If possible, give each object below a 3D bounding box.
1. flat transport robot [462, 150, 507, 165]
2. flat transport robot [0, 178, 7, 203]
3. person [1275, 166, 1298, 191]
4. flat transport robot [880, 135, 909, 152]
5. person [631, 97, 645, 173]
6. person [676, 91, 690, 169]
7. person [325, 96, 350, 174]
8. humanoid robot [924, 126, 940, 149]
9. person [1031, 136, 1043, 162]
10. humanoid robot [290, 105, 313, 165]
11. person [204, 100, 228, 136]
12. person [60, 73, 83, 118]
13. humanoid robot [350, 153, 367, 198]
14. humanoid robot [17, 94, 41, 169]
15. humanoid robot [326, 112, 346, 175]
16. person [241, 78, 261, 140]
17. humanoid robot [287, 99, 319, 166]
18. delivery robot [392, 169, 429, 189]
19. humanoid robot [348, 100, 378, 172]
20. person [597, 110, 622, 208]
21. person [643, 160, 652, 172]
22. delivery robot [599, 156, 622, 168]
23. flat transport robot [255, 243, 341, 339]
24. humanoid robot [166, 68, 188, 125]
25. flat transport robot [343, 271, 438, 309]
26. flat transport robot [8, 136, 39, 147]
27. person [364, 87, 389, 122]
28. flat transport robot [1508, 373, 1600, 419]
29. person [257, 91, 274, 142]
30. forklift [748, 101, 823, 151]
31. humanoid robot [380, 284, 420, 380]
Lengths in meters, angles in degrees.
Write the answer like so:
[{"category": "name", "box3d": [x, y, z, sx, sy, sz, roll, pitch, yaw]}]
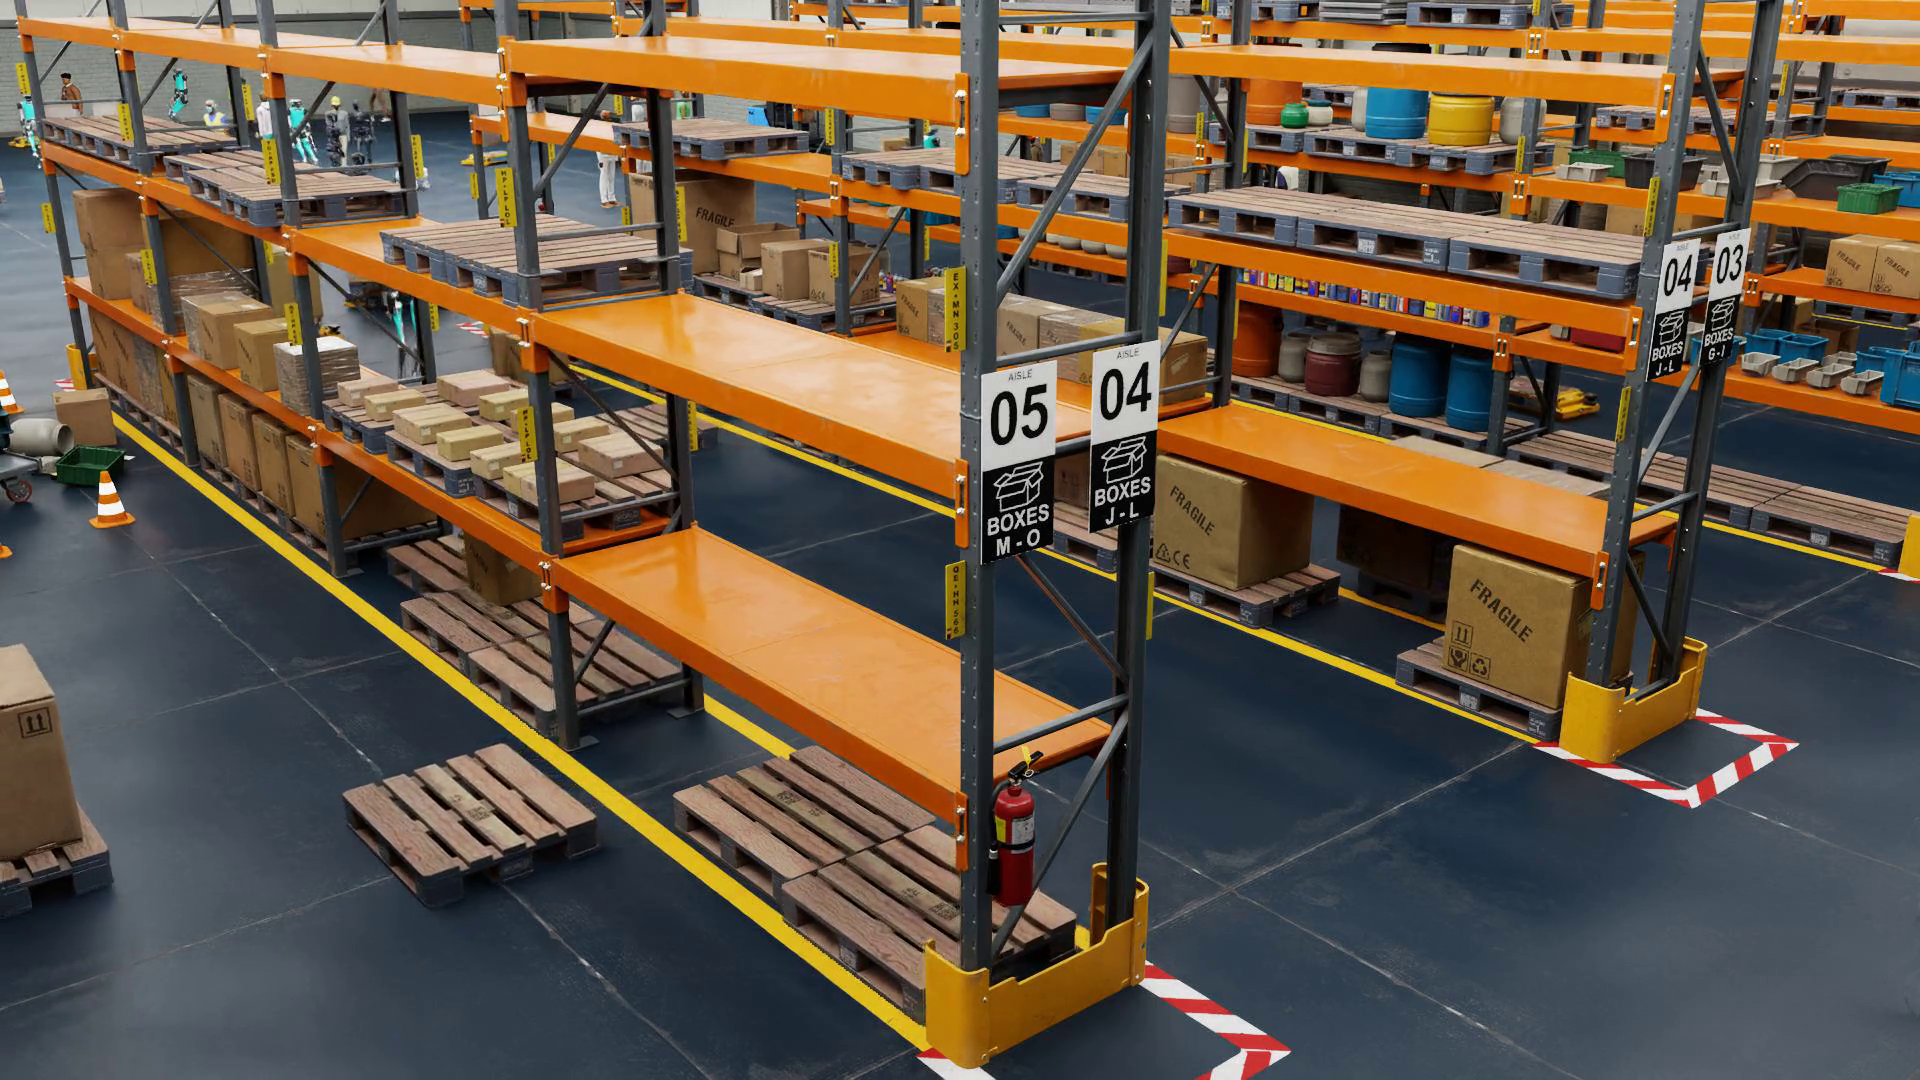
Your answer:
[{"category": "flat transport robot", "box3d": [-11.284, -9.241, 40.236, 0.659, 0.231, 1.431, 11, 22, 28]}, {"category": "flat transport robot", "box3d": [-19.140, -6.313, 31.903, 0.659, 0.231, 1.431, -1, 19, -3]}, {"category": "person", "box3d": [5.325, -5.486, 27.188, 0.388, 1.839, 0.559, 15, 24, 36]}, {"category": "flat transport robot", "box3d": [-1.327, -8.147, 37.123, 0.659, 0.231, 1.431, -8, 21, -21]}, {"category": "person", "box3d": [-7.298, -9.157, 37.560, 0.375, 1.888, 0.572, 6, 20, 17]}, {"category": "person", "box3d": [-6.354, -9.446, 38.245, 0.383, 1.977, 0.488, -5, 20, -13]}, {"category": "person", "box3d": [-14.172, -9.229, 37.964, 0.517, 1.747, 0.400, -10, 22, -26]}, {"category": "humanoid robot", "box3d": [-0.411, -6.941, 31.472, 0.952, 1.756, 0.547, -15, 24, -36]}, {"category": "person", "box3d": [1.400, -6.770, 30.963, 0.411, 1.757, 0.552, 5, 20, 13]}, {"category": "humanoid robot", "box3d": [-15.029, -9.270, 38.206, 0.568, 1.626, 0.601, 8, 21, 20]}, {"category": "person", "box3d": [-16.015, -8.594, 36.011, 0.518, 1.857, 0.895, 0, 19, 1]}, {"category": "person", "box3d": [-23.539, -11.456, 44.145, 0.795, 1.854, 0.385, 10, 22, 26]}, {"category": "humanoid robot", "box3d": [-10.098, -5.723, 28.145, 0.769, 1.617, 0.597, -4, 20, -12]}, {"category": "humanoid robot", "box3d": [-21.531, -9.477, 38.742, 0.530, 1.777, 0.995, -12, 23, -30]}, {"category": "humanoid robot", "box3d": [-13.292, -8.295, 35.483, 0.768, 1.628, 0.597, -2, 19, -5]}, {"category": "person", "box3d": [-19.377, -11.682, 45.089, 0.884, 1.646, 0.549, 13, 23, 33]}, {"category": "humanoid robot", "box3d": [-14.523, -8.824, 36.935, 0.807, 1.839, 0.562, 16, 25, 38]}, {"category": "delivery robot", "box3d": [-11.739, -7.736, 35.545, 0.499, 0.610, 0.788, 7, 21, 20]}, {"category": "humanoid robot", "box3d": [-13.720, -9.274, 38.219, 0.613, 1.637, 0.511, -4, 20, -12]}, {"category": "person", "box3d": [-6.989, -7.560, 33.021, 0.356, 1.882, 0.571, 10, 21, 25]}, {"category": "person", "box3d": [-5.194, -5.941, 28.312, 0.369, 1.955, 0.602, -1, 19, -2]}, {"category": "delivery robot", "box3d": [-8.275, -9.073, 39.335, 0.525, 0.601, 0.772, 0, 19, -1]}, {"category": "flat transport robot", "box3d": [-8.647, -2.537, 21.157, 1.431, 0.231, 0.659, -6, 20, -17]}, {"category": "humanoid robot", "box3d": [-22.111, -12.420, 46.866, 0.533, 1.677, 0.735, 12, 23, 31]}, {"category": "flat transport robot", "box3d": [-8.059, -3.506, 23.915, 1.431, 0.231, 0.659, -1, 19, -4]}, {"category": "flat transport robot", "box3d": [-24.302, -10.558, 43.985, 1.431, 0.231, 0.659, -17, 25, -40]}, {"category": "person", "box3d": [-17.626, -13.499, 49.967, 0.532, 1.844, 0.860, 16, 25, 37]}, {"category": "flat transport robot", "box3d": [6.320, -1.620, 18.548, 0.659, 0.231, 1.431, -13, 23, -33]}, {"category": "person", "box3d": [-15.533, -9.125, 37.431, 0.371, 1.913, 0.488, 15, 24, 36]}, {"category": "forklift", "box3d": [-4.526, -11.368, 42.374, 1.129, 2.768, 1.873, -15, 24, -37]}, {"category": "humanoid robot", "box3d": [-6.462, -2.675, 19.484, 0.534, 1.865, 0.792, -8, 21, -22]}]
